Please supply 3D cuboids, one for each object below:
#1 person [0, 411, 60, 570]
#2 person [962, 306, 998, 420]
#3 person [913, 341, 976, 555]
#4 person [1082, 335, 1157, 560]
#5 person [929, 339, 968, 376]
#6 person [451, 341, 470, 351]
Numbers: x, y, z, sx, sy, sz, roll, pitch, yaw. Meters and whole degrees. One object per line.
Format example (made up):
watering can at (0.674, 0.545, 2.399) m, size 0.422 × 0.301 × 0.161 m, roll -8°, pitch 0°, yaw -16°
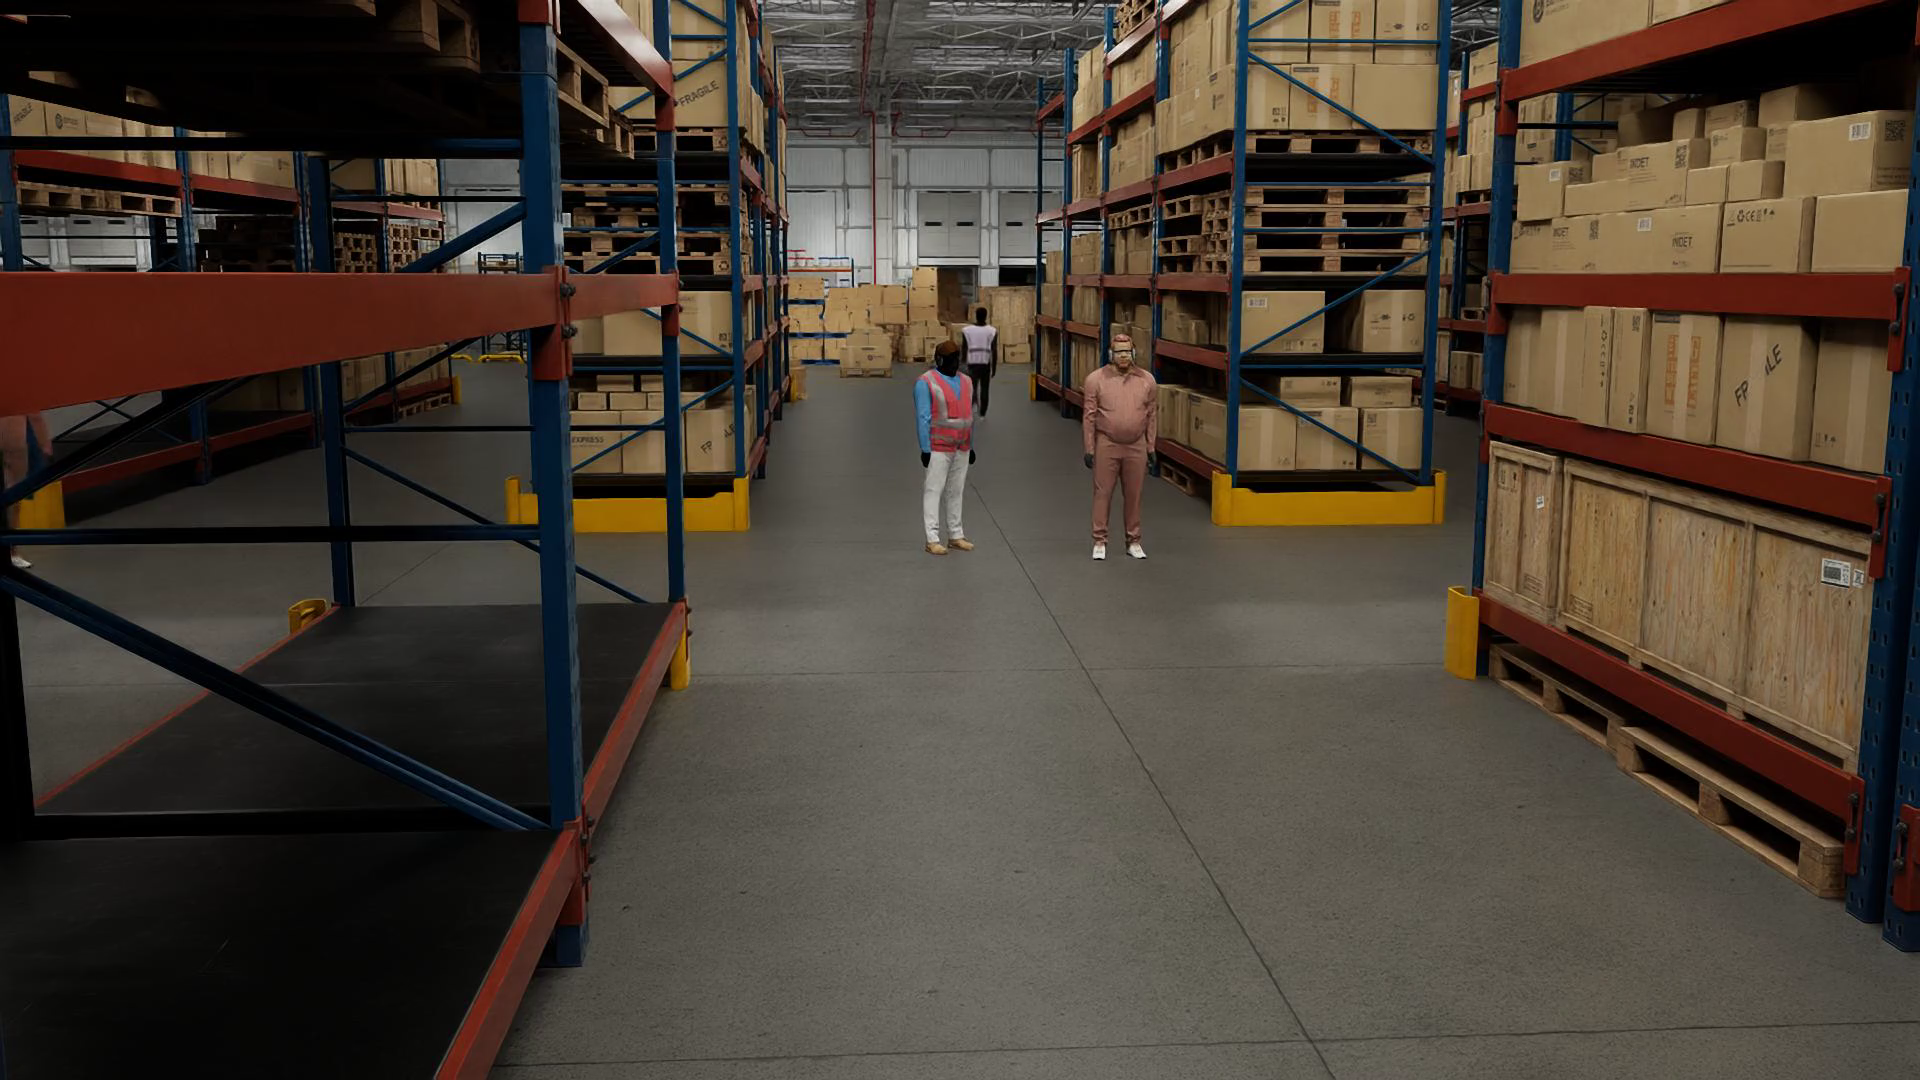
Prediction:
person at (-7.700, -0.671, 13.457) m, size 0.628 × 1.873 × 0.683 m, roll 4°, pitch 10°, yaw 21°
person at (0.325, -2.913, 27.474) m, size 0.595 × 1.903 × 0.682 m, roll 0°, pitch 9°, yaw 0°
person at (-0.103, -0.799, 14.403) m, size 0.625 × 1.844 × 0.429 m, roll -8°, pitch 12°, yaw -42°
person at (1.360, -0.779, 14.068) m, size 0.653 × 1.906 × 0.408 m, roll -1°, pitch 9°, yaw -8°
person at (-0.151, -1.669, 20.529) m, size 0.527 × 1.620 × 0.385 m, roll -1°, pitch 9°, yaw -9°
person at (-15.826, -6.886, 52.612) m, size 0.618 × 1.891 × 0.836 m, roll -3°, pitch 10°, yaw -18°
